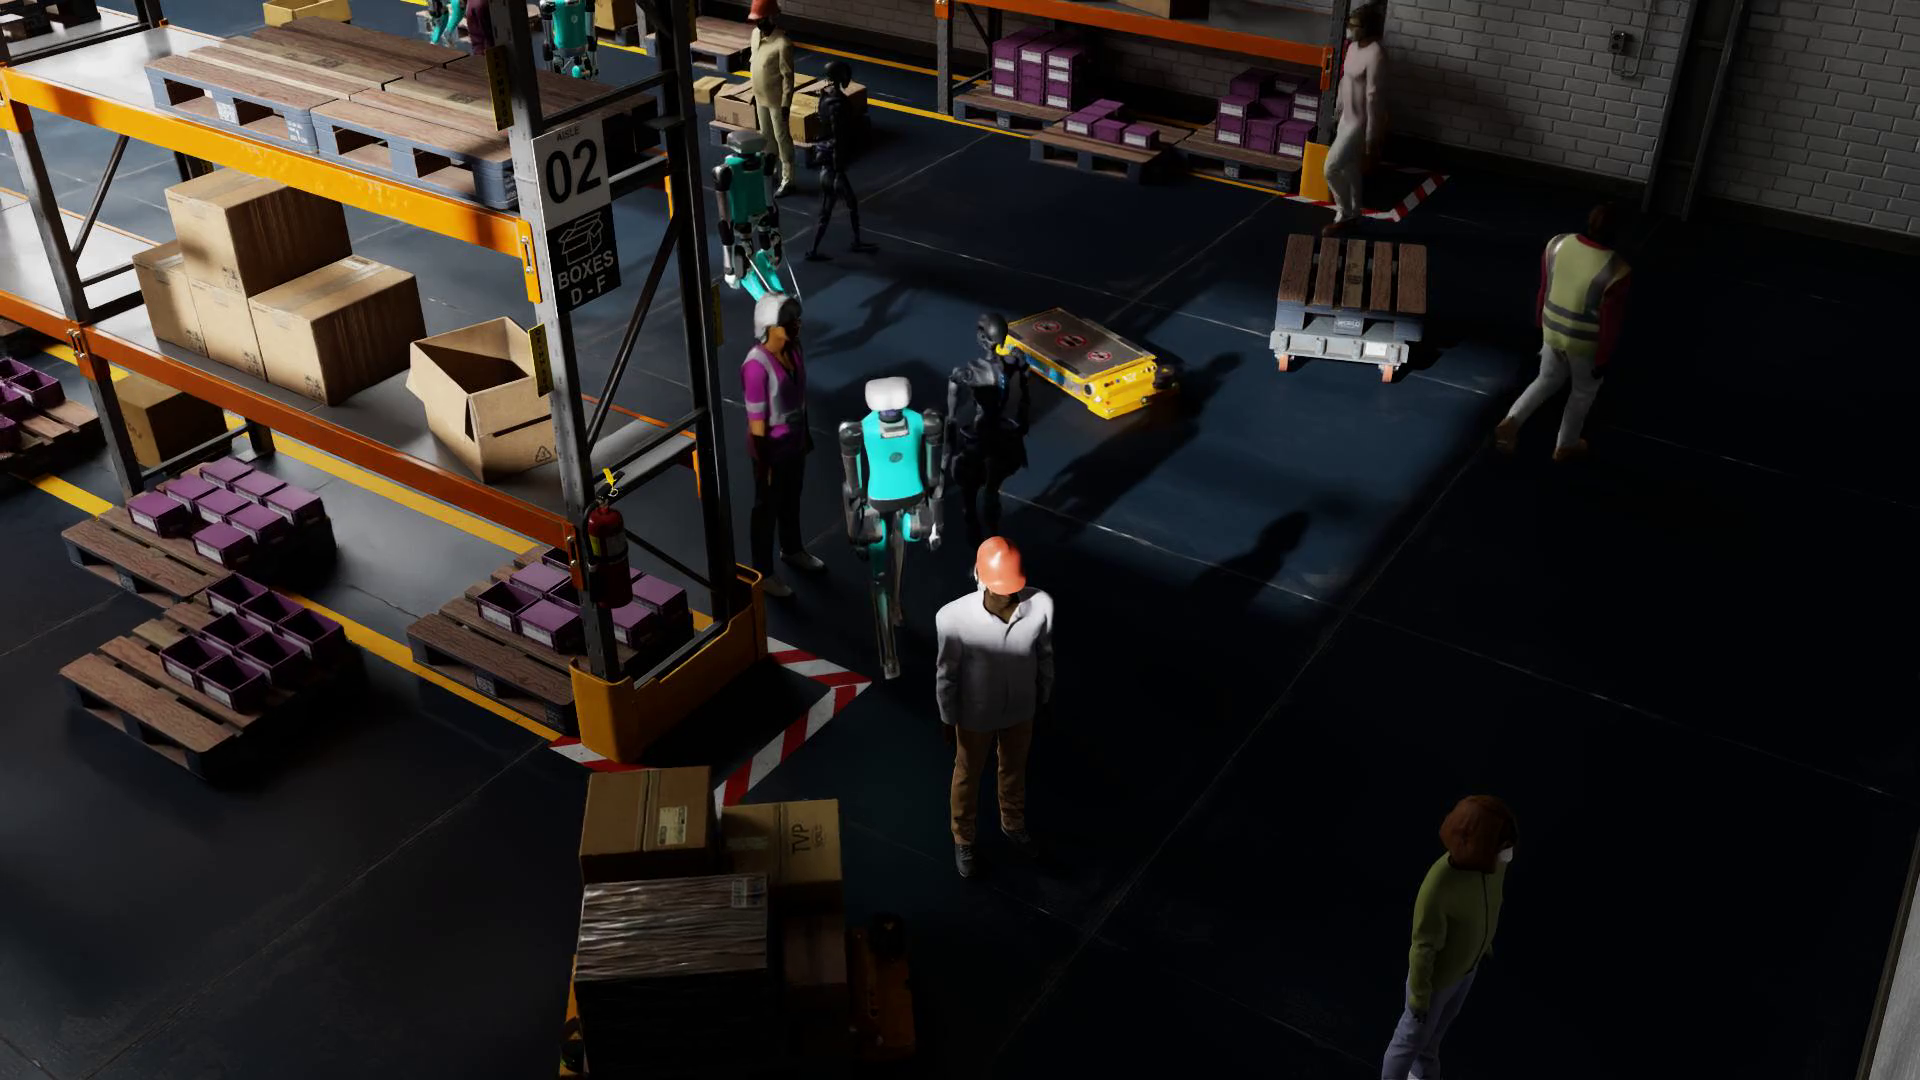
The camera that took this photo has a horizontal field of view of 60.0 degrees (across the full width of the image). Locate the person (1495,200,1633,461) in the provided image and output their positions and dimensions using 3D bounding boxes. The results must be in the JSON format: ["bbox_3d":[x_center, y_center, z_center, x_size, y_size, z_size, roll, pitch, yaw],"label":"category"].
[{"bbox_3d":[3.816,-1.261,10.389,0.695,1.801,0.631,-21,39,-29],"label":"person"}]

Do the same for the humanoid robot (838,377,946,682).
[{"bbox_3d":[-0.369,-0.139,8.739,0.550,1.751,0.972,-7,34,-10],"label":"humanoid robot"}]

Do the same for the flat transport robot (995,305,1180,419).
[{"bbox_3d":[0.849,-1.296,11.864,0.659,0.231,1.431,-21,39,-29],"label":"flat transport robot"}]

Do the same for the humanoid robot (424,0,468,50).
[{"bbox_3d":[-5.256,-5.443,16.884,0.680,1.785,0.532,25,41,33],"label":"humanoid robot"}]

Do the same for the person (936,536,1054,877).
[{"bbox_3d":[0.165,0.731,7.387,0.558,1.751,0.324,-12,35,-18],"label":"person"}]

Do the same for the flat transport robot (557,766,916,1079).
[{"bbox_3d":[-0.919,1.907,6.941,1.431,0.231,0.659,-3,33,-5],"label":"flat transport robot"}]

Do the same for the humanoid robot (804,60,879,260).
[{"bbox_3d":[-0.961,-3.004,13.218,0.672,1.630,0.584,-3,33,-4],"label":"humanoid robot"}]

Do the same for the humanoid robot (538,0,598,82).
[{"bbox_3d":[-3.597,-4.296,15.007,0.533,1.677,0.735,-26,41,-33],"label":"humanoid robot"}]

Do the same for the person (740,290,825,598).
[{"bbox_3d":[-1.000,-0.544,9.274,0.339,1.839,0.506,16,37,24],"label":"person"}]

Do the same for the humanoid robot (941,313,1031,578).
[{"bbox_3d":[0.095,-0.530,9.409,0.609,1.656,0.484,-18,37,-25],"label":"humanoid robot"}]

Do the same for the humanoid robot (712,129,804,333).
[{"bbox_3d":[-1.291,-1.869,11.433,0.665,1.833,0.557,23,39,31],"label":"humanoid robot"}]

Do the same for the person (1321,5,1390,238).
[{"bbox_3d":[3.163,-3.379,13.552,0.520,1.921,0.657,-3,33,-4],"label":"person"}]

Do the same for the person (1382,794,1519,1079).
[{"bbox_3d":[1.821,1.588,6.176,0.499,1.636,0.282,-27,42,-35],"label":"person"}]

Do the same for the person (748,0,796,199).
[{"bbox_3d":[-1.647,-3.859,14.442,0.326,1.750,0.560,-25,41,-33],"label":"person"}]

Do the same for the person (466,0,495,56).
[{"bbox_3d":[-4.250,-4.322,14.977,0.432,1.948,0.497,-10,34,-15],"label":"person"}]
